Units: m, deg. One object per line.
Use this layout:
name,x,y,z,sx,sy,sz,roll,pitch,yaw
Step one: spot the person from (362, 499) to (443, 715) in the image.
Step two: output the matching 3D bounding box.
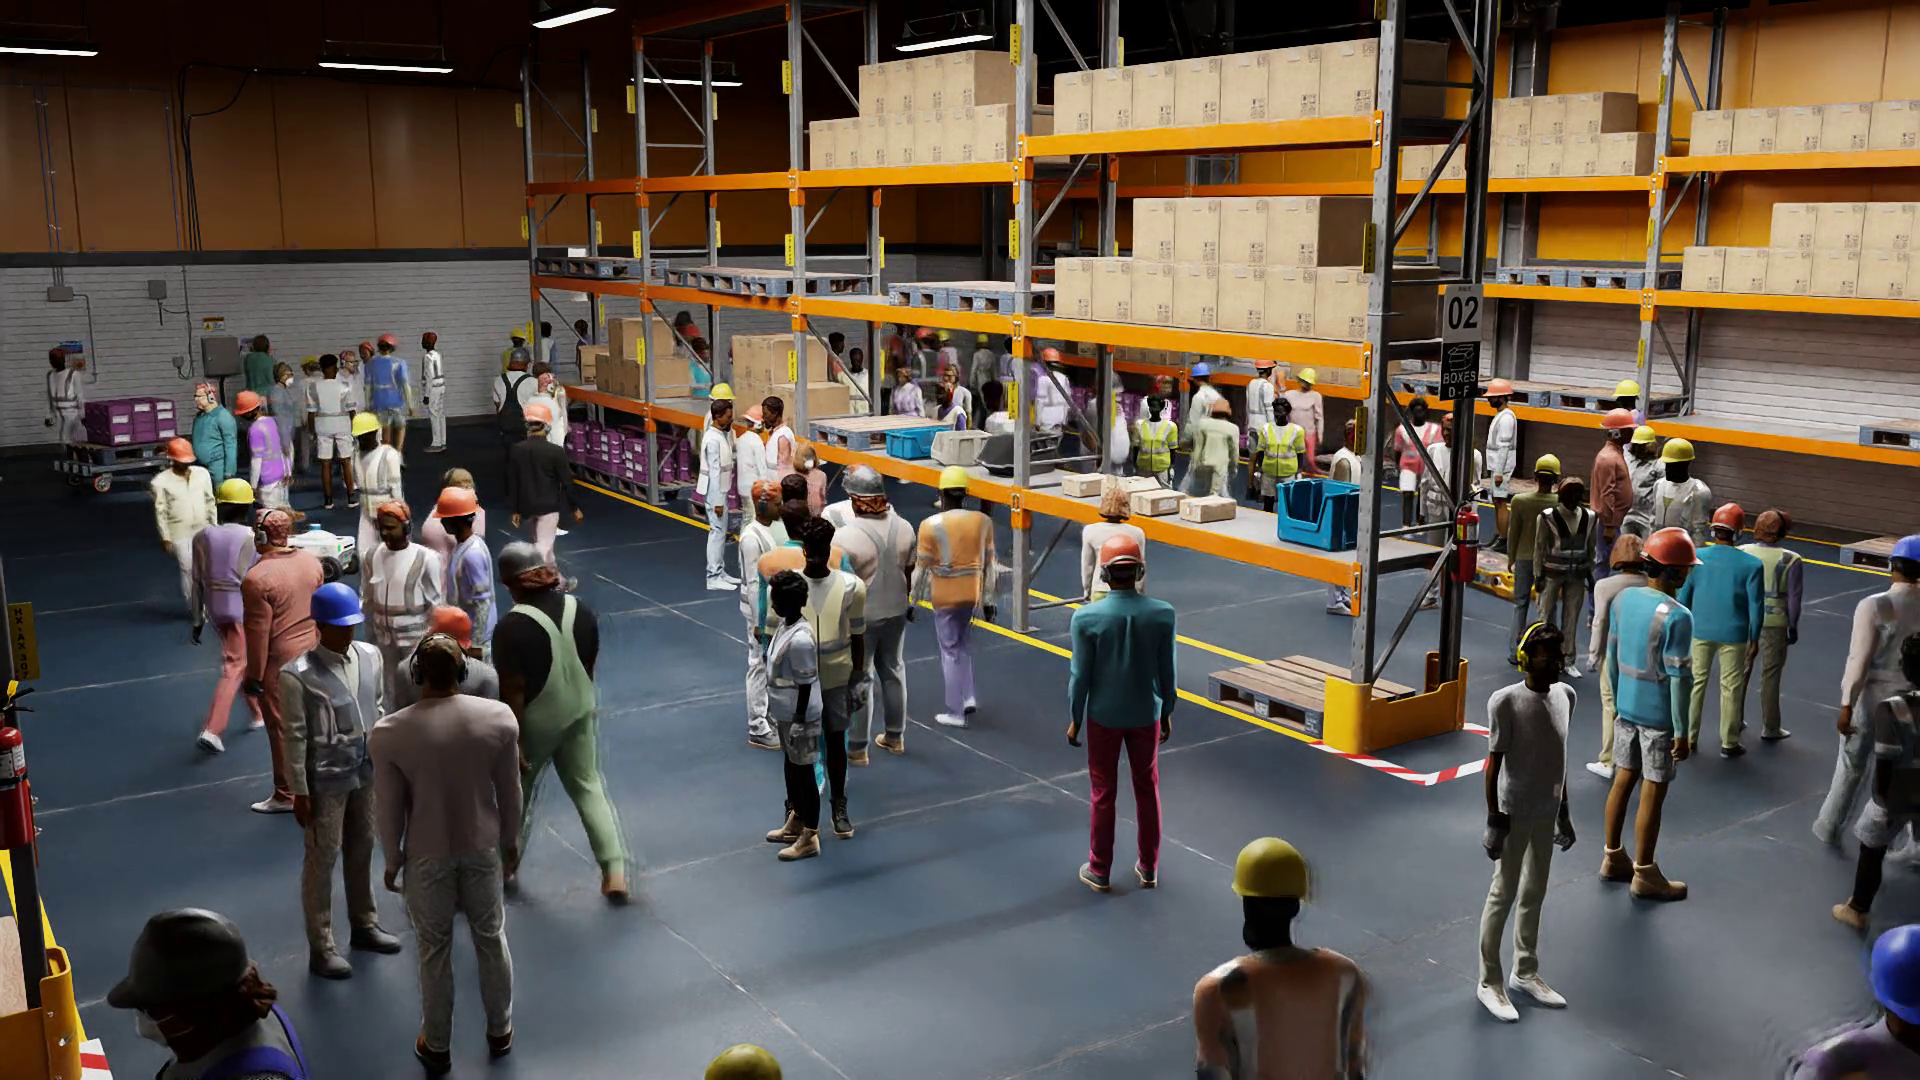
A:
person,-3.647,0.660,10.908,0.588,1.877,0.358,4,12,21

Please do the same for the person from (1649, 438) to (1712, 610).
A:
person,5.823,0.120,13.568,0.409,1.918,0.585,-4,12,-20

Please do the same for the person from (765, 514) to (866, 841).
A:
person,-0.850,0.816,9.880,0.603,1.960,0.368,-2,11,-9

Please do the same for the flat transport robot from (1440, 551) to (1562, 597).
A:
flat transport robot,5.386,0.318,16.768,0.652,0.197,1.431,-3,12,-16

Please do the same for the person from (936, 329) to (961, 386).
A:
person,-0.322,-2.615,27.838,0.772,1.799,0.620,11,15,43

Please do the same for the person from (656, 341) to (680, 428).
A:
person,-5.246,-2.862,29.125,0.867,1.802,0.588,4,12,20

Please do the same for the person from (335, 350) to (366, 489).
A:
person,-8.261,-1.630,22.585,0.403,1.895,0.647,2,11,11

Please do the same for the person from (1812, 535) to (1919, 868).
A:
person,5.351,0.926,9.524,0.680,1.890,0.808,-1,11,-7

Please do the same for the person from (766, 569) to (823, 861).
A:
person,-0.962,0.999,9.629,0.319,1.695,0.532,-3,12,-17

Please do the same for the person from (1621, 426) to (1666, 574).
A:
person,6.484,-0.233,15.856,0.371,1.733,0.496,-6,13,-30

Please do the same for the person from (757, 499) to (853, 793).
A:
person,-1.015,0.670,10.907,0.604,1.847,0.928,-1,11,-7

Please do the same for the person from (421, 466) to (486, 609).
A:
person,-3.655,0.411,12.069,0.475,1.926,0.639,5,12,25

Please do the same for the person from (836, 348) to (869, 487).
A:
person,-1.405,-1.675,22.738,0.595,1.917,0.373,-1,11,-4

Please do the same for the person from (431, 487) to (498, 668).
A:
person,-3.263,0.603,11.040,0.376,1.934,0.547,-5,12,-23

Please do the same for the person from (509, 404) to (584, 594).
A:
person,-3.851,-0.311,15.680,0.618,1.951,0.980,6,12,26

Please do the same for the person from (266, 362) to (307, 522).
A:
person,-8.212,-1.189,20.208,0.375,1.936,0.627,-4,12,-21

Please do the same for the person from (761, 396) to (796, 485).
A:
person,-1.797,-0.497,16.753,0.405,1.907,0.594,-3,11,-14

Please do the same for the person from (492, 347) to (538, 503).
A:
person,-5.632,-1.482,21.435,0.683,2.000,0.535,3,11,13

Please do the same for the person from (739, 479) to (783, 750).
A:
person,-1.351,0.511,11.638,0.355,1.885,0.575,1,11,6

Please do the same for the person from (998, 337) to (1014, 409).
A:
person,0.821,-2.544,27.790,0.323,1.690,0.534,-6,13,-29

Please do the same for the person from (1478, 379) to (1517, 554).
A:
person,5.907,-0.810,18.299,0.384,1.929,0.538,2,11,12

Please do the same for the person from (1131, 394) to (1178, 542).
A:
person,2.205,-0.822,18.935,0.535,1.700,0.318,3,12,17

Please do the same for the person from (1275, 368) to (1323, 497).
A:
person,4.399,-1.392,21.755,0.686,1.748,0.432,5,12,24

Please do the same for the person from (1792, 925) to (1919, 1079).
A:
person,2.521,1.920,4.441,0.611,1.907,0.982,-3,11,-15

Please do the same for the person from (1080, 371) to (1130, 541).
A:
person,1.607,-0.948,18.705,0.616,2.000,0.718,6,13,30

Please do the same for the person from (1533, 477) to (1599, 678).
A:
person,4.848,0.300,13.344,0.515,1.640,0.315,0,11,-2

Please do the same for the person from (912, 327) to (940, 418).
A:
person,-0.553,-2.231,25.313,0.528,2.018,0.612,9,14,38

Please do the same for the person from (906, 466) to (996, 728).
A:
person,-0.060,0.418,12.085,0.612,1.903,0.485,-8,13,-34

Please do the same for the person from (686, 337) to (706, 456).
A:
person,-4.063,-2.222,25.755,0.349,1.839,0.503,5,12,24

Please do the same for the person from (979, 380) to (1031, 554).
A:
person,0.382,-0.811,18.334,0.996,1.905,0.661,9,14,39

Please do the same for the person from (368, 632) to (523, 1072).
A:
person,-2.211,1.345,7.229,0.630,1.940,0.372,-6,12,-28

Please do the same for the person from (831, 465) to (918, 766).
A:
person,-0.650,0.498,11.305,0.674,2.000,0.535,-10,15,-41

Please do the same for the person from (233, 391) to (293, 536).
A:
person,-7.486,-0.664,17.692,0.866,1.866,0.636,-1,11,-7

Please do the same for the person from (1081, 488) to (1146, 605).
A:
person,1.177,0.410,12.797,0.501,1.633,0.284,4,12,20

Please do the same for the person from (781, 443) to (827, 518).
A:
person,-1.414,-0.098,15.489,0.500,1.593,0.839,-6,13,-29

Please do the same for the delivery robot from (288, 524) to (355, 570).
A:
delivery robot,-6.581,0.079,17.019,0.707,0.478,0.477,2,11,10

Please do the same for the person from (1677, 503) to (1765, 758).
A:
person,5.220,0.615,11.437,0.562,1.753,0.327,8,14,35

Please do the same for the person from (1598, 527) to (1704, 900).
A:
person,3.786,0.934,9.068,0.380,2.041,0.616,-3,11,-14

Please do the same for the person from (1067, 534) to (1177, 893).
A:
person,0.884,0.951,9.127,0.610,1.986,0.392,-2,11,-11

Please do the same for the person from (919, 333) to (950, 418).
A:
person,-0.419,-2.370,26.492,0.626,1.843,0.430,-6,12,-27

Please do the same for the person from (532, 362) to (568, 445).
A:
person,-5.485,-1.418,21.728,0.642,1.790,0.942,-7,13,-31

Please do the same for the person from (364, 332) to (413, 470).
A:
person,-8.350,-1.998,24.193,0.744,2.022,0.673,1,11,4

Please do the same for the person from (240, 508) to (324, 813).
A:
person,-4.241,0.746,10.382,0.408,1.908,0.645,3,11,15

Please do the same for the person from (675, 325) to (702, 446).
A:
person,-4.325,-2.438,26.507,0.487,1.965,0.635,2,11,12

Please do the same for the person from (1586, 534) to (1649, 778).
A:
person,4.385,0.764,10.989,0.501,1.632,0.294,-1,11,-8

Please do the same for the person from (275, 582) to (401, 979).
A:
person,-3.034,1.155,8.179,0.404,1.945,0.616,6,12,28

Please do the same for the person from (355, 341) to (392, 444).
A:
person,-8.700,-2.034,24.728,0.588,1.866,0.792,0,11,2
